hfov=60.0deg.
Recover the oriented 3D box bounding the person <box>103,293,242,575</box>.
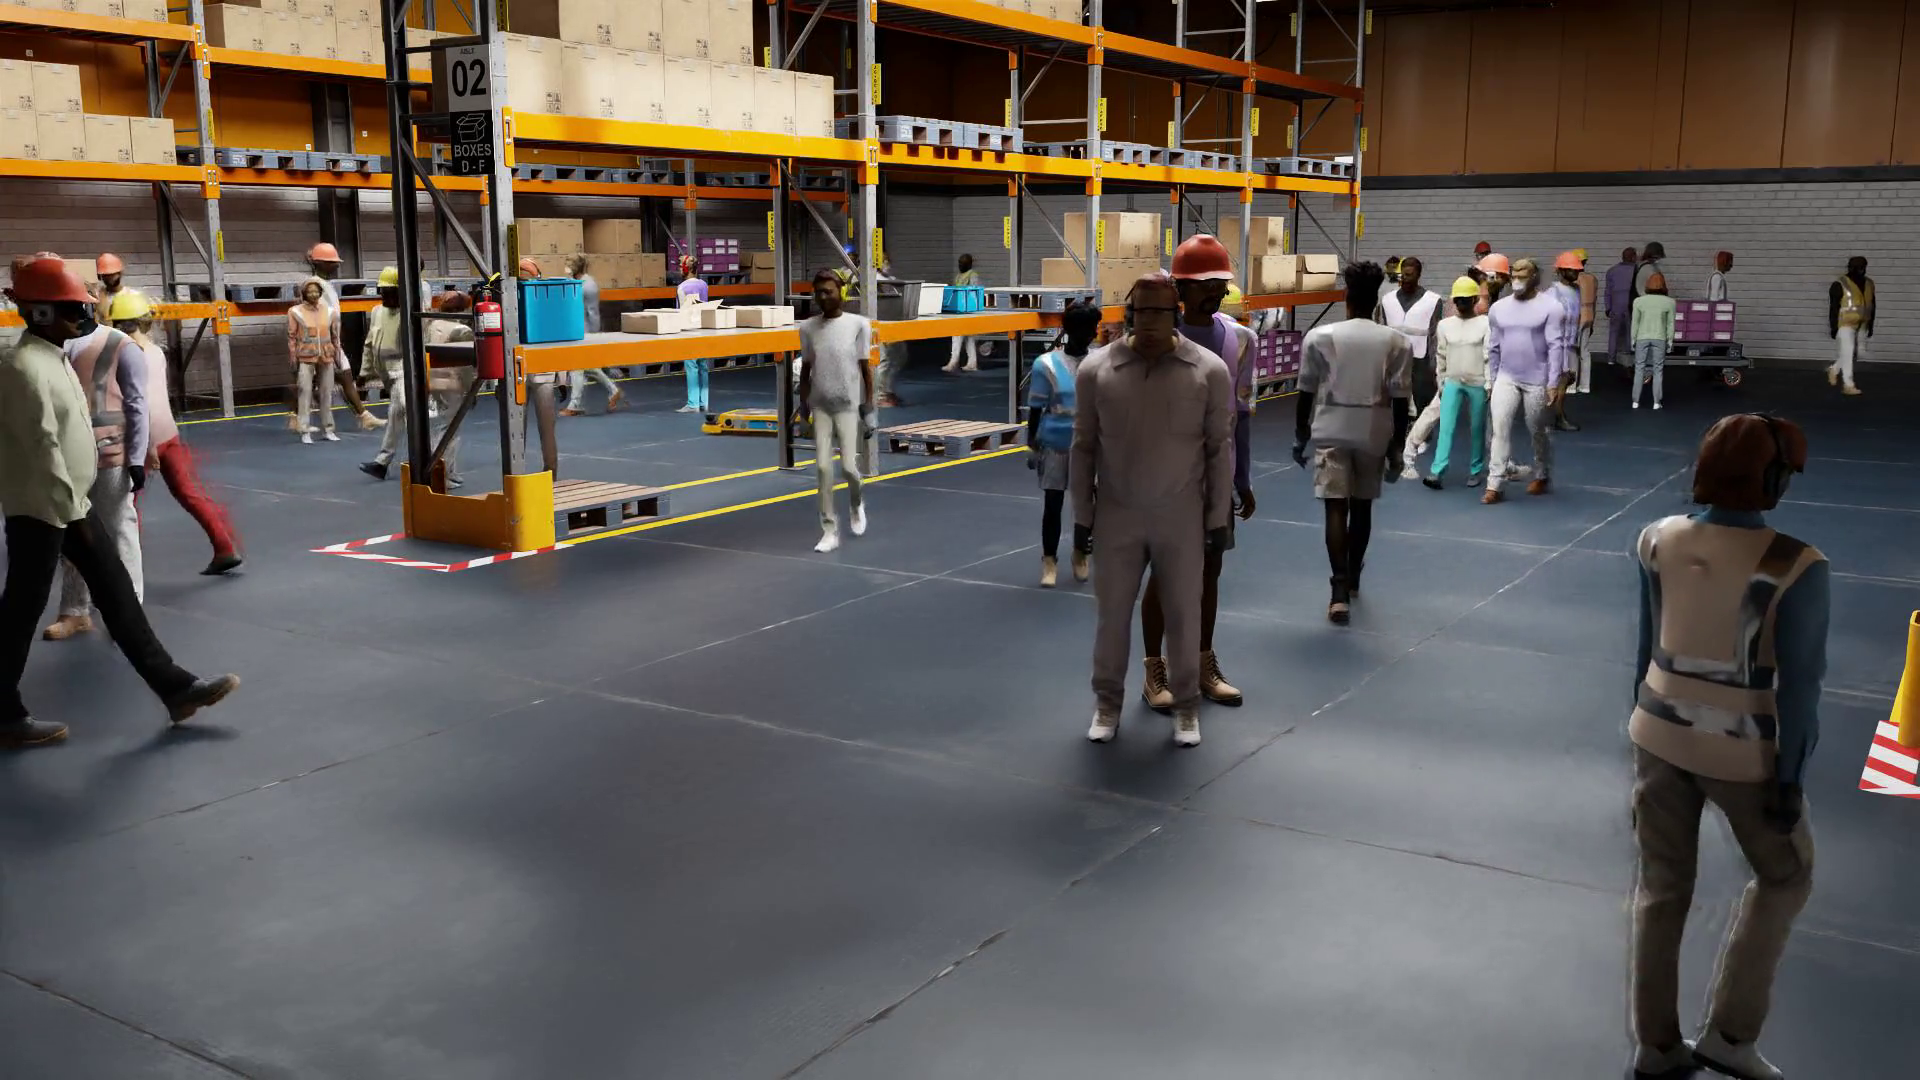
[{"bbox_3d":[-4.791,-0.608,9.897,0.913,1.720,0.517,-1,10,-6],"label":"person"}]

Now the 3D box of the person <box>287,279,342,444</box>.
[{"bbox_3d":[-6.450,-1.785,16.633,0.521,1.638,0.310,-9,14,-42],"label":"person"}]

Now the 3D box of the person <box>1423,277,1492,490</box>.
[{"bbox_3d":[4.068,-1.250,13.429,0.540,1.718,0.895,7,12,34],"label":"person"}]

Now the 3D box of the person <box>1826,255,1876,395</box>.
[{"bbox_3d":[11.772,-2.850,22.026,0.638,1.820,0.683,-2,10,-13],"label":"person"}]

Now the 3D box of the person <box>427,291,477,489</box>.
[{"bbox_3d":[-4.139,-1.216,13.538,0.529,1.607,0.532,8,13,36],"label":"person"}]

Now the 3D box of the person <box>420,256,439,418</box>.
[{"bbox_3d":[-6.169,-2.315,18.931,0.329,1.873,0.512,-8,13,-39],"label":"person"}]

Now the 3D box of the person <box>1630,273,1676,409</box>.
[{"bbox_3d":[8.316,-2.382,19.989,0.500,1.625,0.292,5,11,24],"label":"person"}]

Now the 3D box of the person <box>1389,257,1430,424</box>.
[{"bbox_3d":[4.880,-2.171,18.234,0.600,1.831,0.404,-5,12,-28],"label":"person"}]

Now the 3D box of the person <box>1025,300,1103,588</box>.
[{"bbox_3d":[0.657,-0.545,9.632,0.568,1.676,0.377,0,10,-3],"label":"person"}]

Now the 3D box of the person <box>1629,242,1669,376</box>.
[{"bbox_3d":[10.277,-3.461,24.805,0.535,2.000,0.757,1,10,3],"label":"person"}]

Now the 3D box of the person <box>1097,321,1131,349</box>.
[{"bbox_3d":[1.997,-2.962,22.563,0.683,1.882,0.560,1,10,3],"label":"person"}]

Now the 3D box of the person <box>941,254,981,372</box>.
[{"bbox_3d":[-0.030,-3.481,25.591,0.740,1.804,0.614,-3,11,-14],"label":"person"}]

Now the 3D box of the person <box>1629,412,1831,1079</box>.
[{"bbox_3d":[1.805,0.508,3.955,0.417,1.622,0.529,-6,12,-32],"label":"person"}]

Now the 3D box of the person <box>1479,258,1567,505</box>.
[{"bbox_3d":[4.411,-1.244,12.957,0.646,1.898,1.000,8,13,38],"label":"person"}]

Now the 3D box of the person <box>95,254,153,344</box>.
[{"bbox_3d":[-8.186,-1.830,16.207,0.554,1.878,0.989,-3,11,-15],"label":"person"}]

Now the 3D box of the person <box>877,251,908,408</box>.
[{"bbox_3d":[-0.884,-2.525,20.046,0.411,1.899,0.735,4,11,23],"label":"person"}]

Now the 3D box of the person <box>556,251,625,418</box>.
[{"bbox_3d":[-4.261,-2.364,19.115,0.865,1.911,0.631,-7,12,-34],"label":"person"}]

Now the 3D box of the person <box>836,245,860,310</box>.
[{"bbox_3d":[-1.702,-3.602,25.843,0.609,1.946,0.405,5,11,26],"label":"person"}]

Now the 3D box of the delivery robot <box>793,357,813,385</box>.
[{"bbox_3d":[-2.011,-2.268,22.053,0.707,0.478,0.477,-10,14,-44],"label":"delivery robot"}]

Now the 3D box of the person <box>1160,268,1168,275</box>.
[{"bbox_3d":[2.987,-3.629,26.055,0.591,1.927,0.366,4,11,20],"label":"person"}]

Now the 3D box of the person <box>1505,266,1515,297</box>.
[{"bbox_3d":[8.354,-3.333,25.227,0.280,1.633,0.502,2,10,10],"label":"person"}]

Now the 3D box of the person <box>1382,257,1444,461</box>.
[{"bbox_3d":[4.198,-1.691,15.487,0.608,1.874,0.992,7,12,34],"label":"person"}]

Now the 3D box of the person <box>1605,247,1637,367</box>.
[{"bbox_3d":[10.710,-3.744,26.750,0.649,1.906,0.401,9,14,41],"label":"person"}]

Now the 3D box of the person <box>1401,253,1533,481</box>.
[{"bbox_3d":[4.230,-1.433,13.964,1.108,1.918,0.678,6,12,29],"label":"person"}]

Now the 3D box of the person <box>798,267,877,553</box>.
[{"bbox_3d":[-0.800,-0.858,10.911,0.543,1.852,0.538,2,11,13],"label":"person"}]

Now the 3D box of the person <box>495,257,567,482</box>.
[{"bbox_3d":[-3.349,-1.246,12.964,0.574,1.887,0.355,-1,10,-5],"label":"person"}]

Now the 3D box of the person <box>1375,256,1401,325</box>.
[{"bbox_3d":[5.433,-2.630,20.827,0.538,1.827,0.969,5,11,25],"label":"person"}]

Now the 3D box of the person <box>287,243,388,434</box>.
[{"bbox_3d":[-6.579,-2.093,17.374,1.027,1.988,0.616,-1,10,-5],"label":"person"}]

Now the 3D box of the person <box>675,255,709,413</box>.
[{"bbox_3d":[-3.125,-2.401,19.474,0.389,1.847,0.567,4,11,19],"label":"person"}]

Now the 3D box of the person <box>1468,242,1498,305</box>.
[{"bbox_3d":[8.333,-3.766,26.625,0.622,1.994,0.381,-5,11,-26],"label":"person"}]

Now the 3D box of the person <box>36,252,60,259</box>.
[{"bbox_3d":[-8.898,-1.874,16.384,0.399,1.909,0.642,-4,11,-20],"label":"person"}]

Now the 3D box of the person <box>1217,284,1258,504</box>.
[{"bbox_3d":[1.987,-1.062,12.477,0.505,1.691,0.922,4,11,22],"label":"person"}]

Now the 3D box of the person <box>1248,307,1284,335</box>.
[{"bbox_3d":[4.587,-3.411,25.161,0.616,1.812,0.674,1,10,6],"label":"person"}]

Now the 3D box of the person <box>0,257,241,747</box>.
[{"bbox_3d":[-3.495,-0.138,6.647,0.993,1.943,0.656,-3,11,-14],"label":"person"}]

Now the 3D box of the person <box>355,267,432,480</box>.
[{"bbox_3d":[-4.853,-1.421,14.197,0.596,1.784,0.916,6,12,31],"label":"person"}]

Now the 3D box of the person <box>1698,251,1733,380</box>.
[{"bbox_3d":[10.960,-3.215,23.952,0.553,1.862,0.571,4,11,20],"label":"person"}]

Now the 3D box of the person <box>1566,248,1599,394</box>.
[{"bbox_3d":[8.159,-2.888,22.001,0.582,1.915,0.425,-6,12,-30],"label":"person"}]

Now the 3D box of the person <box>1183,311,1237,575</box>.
[{"bbox_3d":[1.394,-0.738,10.003,0.552,1.937,0.356,-2,11,-13],"label":"person"}]

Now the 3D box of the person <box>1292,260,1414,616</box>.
[{"bbox_3d":[2.149,-0.566,9.108,0.602,1.924,0.997,1,10,3],"label":"person"}]

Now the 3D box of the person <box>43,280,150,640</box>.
[{"bbox_3d":[-4.433,-0.407,8.439,0.621,1.845,0.429,1,10,3],"label":"person"}]

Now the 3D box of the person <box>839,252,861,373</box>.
[{"bbox_3d":[-1.643,-3.452,25.314,0.505,1.842,0.349,4,11,22],"label":"person"}]

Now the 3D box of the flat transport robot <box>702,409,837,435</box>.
[{"bbox_3d":[-1.916,-1.240,17.405,1.431,0.197,0.652,2,10,12],"label":"flat transport robot"}]

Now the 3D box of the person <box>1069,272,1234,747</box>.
[{"bbox_3d":[0.761,-0.111,6.653,0.660,1.898,0.395,2,10,9],"label":"person"}]

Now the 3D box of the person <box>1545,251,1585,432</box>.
[{"bbox_3d":[6.364,-2.123,17.745,0.555,1.914,0.655,-9,13,-40],"label":"person"}]

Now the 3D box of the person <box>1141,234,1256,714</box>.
[{"bbox_3d":[1.016,-0.278,7.163,0.607,2.044,0.378,-5,11,-25],"label":"person"}]
